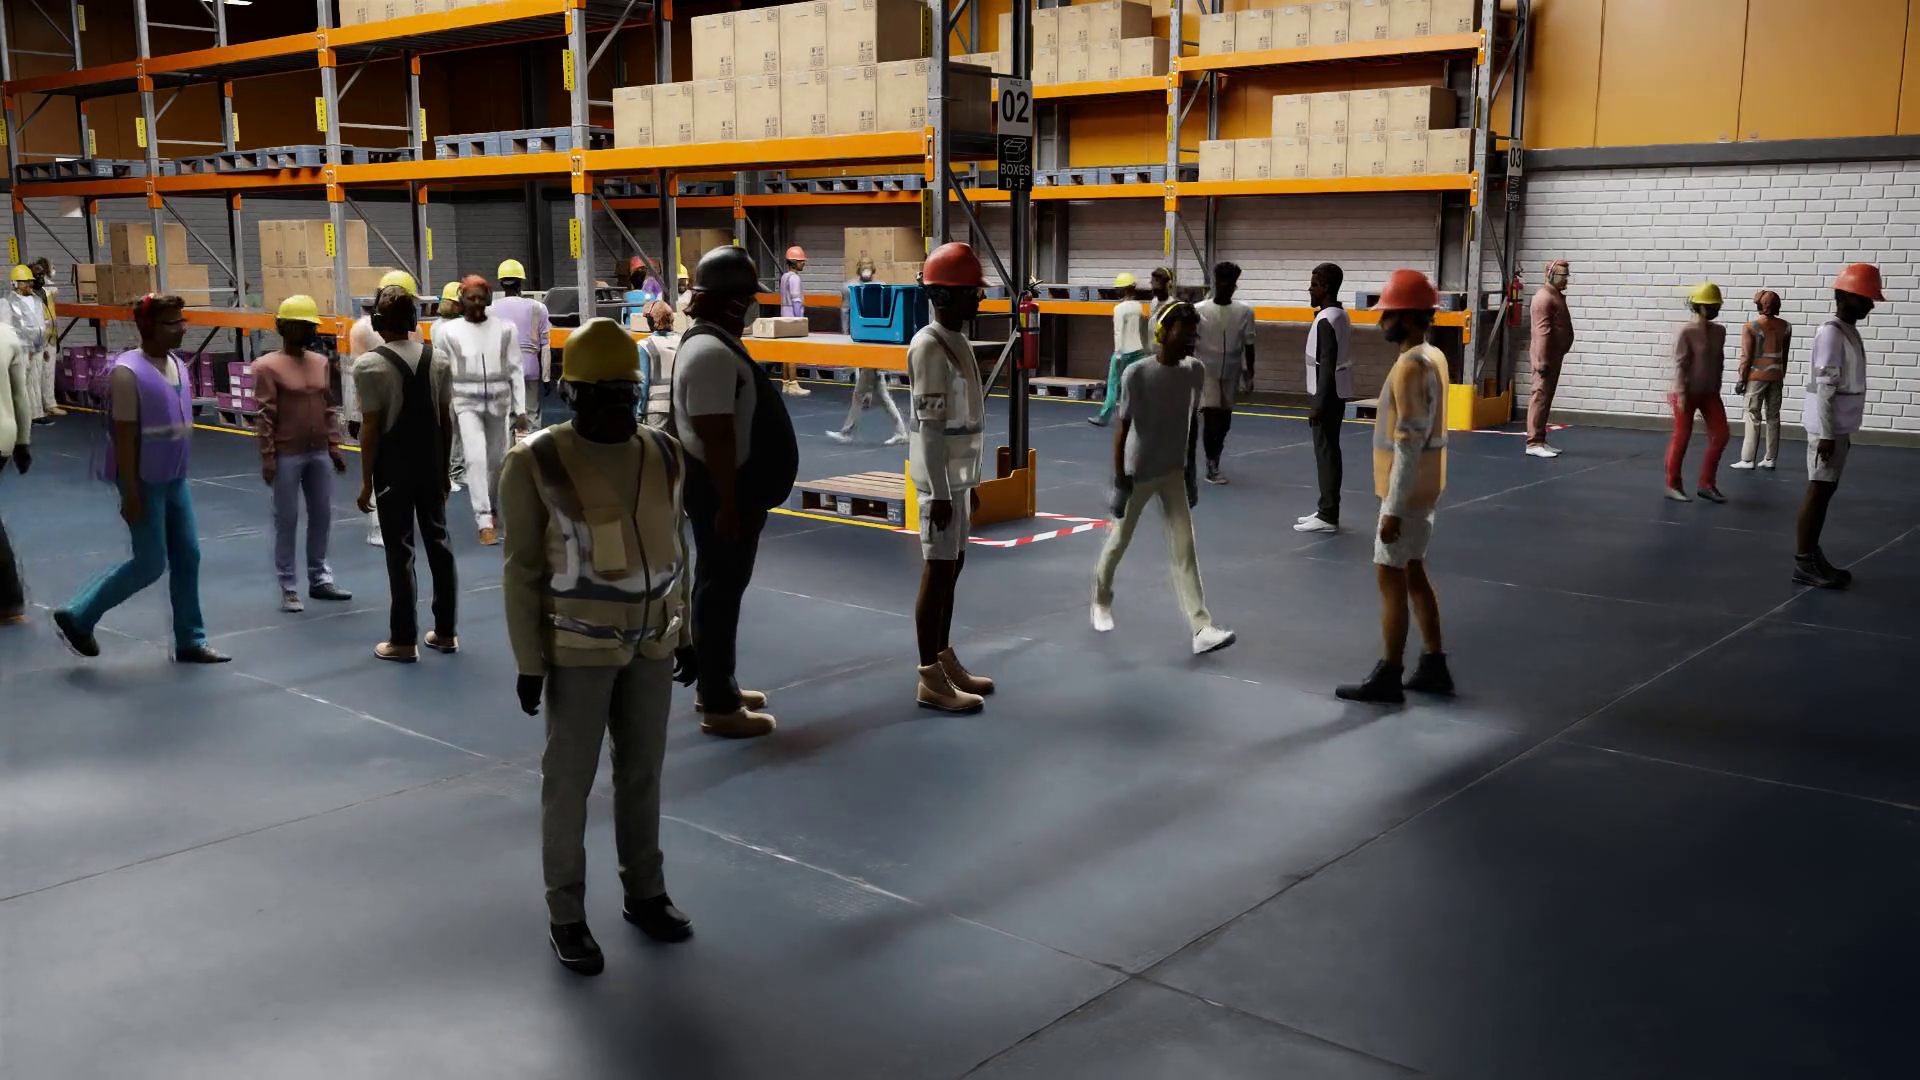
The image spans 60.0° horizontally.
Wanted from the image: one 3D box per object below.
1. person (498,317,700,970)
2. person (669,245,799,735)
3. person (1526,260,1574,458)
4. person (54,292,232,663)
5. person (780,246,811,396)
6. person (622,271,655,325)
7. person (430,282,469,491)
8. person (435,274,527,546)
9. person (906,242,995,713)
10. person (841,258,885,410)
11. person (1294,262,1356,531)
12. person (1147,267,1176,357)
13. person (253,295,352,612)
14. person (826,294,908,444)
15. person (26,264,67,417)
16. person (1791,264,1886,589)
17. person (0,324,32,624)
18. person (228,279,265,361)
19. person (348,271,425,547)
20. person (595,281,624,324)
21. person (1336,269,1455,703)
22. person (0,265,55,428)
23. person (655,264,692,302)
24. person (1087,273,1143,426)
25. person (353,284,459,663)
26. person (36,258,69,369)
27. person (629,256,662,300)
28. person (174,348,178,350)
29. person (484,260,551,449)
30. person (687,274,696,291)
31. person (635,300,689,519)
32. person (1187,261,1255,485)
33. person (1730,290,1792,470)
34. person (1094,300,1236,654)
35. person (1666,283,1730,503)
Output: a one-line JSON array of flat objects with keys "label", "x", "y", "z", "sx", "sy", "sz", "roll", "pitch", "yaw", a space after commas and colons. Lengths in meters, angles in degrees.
[{"label": "person", "x": -0.999, "y": 0.285, "z": 4.748, "sx": 0.600, "sy": 1.830, "sz": 0.404, "roll": -9, "pitch": 14, "yaw": -43}, {"label": "person", "x": -0.948, "y": -0.219, "z": 7.025, "sx": 0.536, "sy": 2.000, "sz": 0.688, "roll": -2, "pitch": 10, "yaw": -10}, {"label": "person", "x": 5.761, "y": -1.763, "z": 16.211, "sx": 0.401, "sy": 1.904, "sz": 0.649, "roll": 5, "pitch": 11, "yaw": 28}, {"label": "person", "x": -3.955, "y": -0.277, "z": 7.991, "sx": 0.675, "sy": 1.826, "sz": 0.578, "roll": 1, "pitch": 10, "yaw": 3}, {"label": "person", "x": -2.275, "y": -3.012, "z": 22.922, "sx": 0.397, "sy": 2.043, "sz": 0.608, "roll": -4, "pitch": 11, "yaw": -21}, {"label": "person", "x": -4.616, "y": -3.020, "z": 23.956, "sx": 0.540, "sy": 1.696, "sz": 0.315, "roll": 1, "pitch": 10, "yaw": 4}, {"label": "person", "x": -4.223, "y": -1.288, "z": 13.969, "sx": 0.318, "sy": 1.740, "sz": 0.488, "roll": 4, "pitch": 11, "yaw": 20}, {"label": "person", "x": -3.350, "y": -0.927, "z": 11.611, "sx": 0.573, "sy": 1.853, "sz": 0.892, "roll": -5, "pitch": 11, "yaw": -26}, {"label": "person", "x": -0.032, "y": -0.273, "z": 7.327, "sx": 0.370, "sy": 2.044, "sz": 0.608, "roll": 2, "pitch": 10, "yaw": 11}, {"label": "person", "x": -1.159, "y": -2.587, "z": 20.934, "sx": 0.655, "sy": 1.888, "sz": 0.985, "roll": -1, "pitch": 10, "yaw": -8}, {"label": "person", "x": 2.627, "y": -1.015, "z": 11.909, "sx": 0.392, "sy": 1.920, "sz": 0.592, "roll": 3, "pitch": 10, "yaw": 18}, {"label": "person", "x": 1.979, "y": -1.702, "z": 16.022, "sx": 0.474, "sy": 1.847, "sz": 0.552, "roll": -4, "pitch": 11, "yaw": -22}, {"label": "person", "x": -3.716, "y": -0.483, "z": 9.360, "sx": 0.329, "sy": 1.754, "sz": 0.556, "roll": 5, "pitch": 11, "yaw": 27}, {"label": "person", "x": -0.956, "y": -1.758, "z": 17.085, "sx": 0.876, "sy": 1.572, "sz": 0.544, "roll": 0, "pitch": 10, "yaw": 0}, {"label": "person", "x": -11.046, "y": -2.382, "z": 19.954, "sx": 0.430, "sy": 1.836, "sz": 0.629, "roll": 2, "pitch": 10, "yaw": 10}, {"label": "person", "x": 5.266, "y": -0.677, "z": 9.961, "sx": 0.384, "sy": 1.926, "sz": 0.549, "roll": 8, "pitch": 12, "yaw": 37}, {"label": "person", "x": -5.405, "y": -0.521, "z": 8.962, "sx": 0.806, "sy": 1.957, "sz": 0.624, "roll": 2, "pitch": 10, "yaw": 13}, {"label": "person", "x": -10.369, "y": -3.020, "z": 24.220, "sx": 0.585, "sy": 1.603, "sz": 0.422, "roll": 1, "pitch": 10, "yaw": 6}, {"label": "person", "x": -3.937, "y": -0.912, "z": 11.482, "sx": 0.663, "sy": 1.875, "sz": 0.632, "roll": 6, "pitch": 12, "yaw": 33}, {"label": "person", "x": -4.163, "y": -2.201, "z": 19.453, "sx": 0.514, "sy": 1.642, "sz": 0.310, "roll": -6, "pitch": 12, "yaw": -31}, {"label": "person", "x": 1.971, "y": -0.226, "z": 7.400, "sx": 0.386, "sy": 1.945, "sz": 0.545, "roll": 5, "pitch": 11, "yaw": 26}, {"label": "person", "x": -10.533, "y": -2.181, "z": 18.786, "sx": 0.404, "sy": 1.835, "sz": 0.590, "roll": 3, "pitch": 10, "yaw": 15}, {"label": "person", "x": -3.358, "y": -2.389, "z": 19.974, "sx": 0.600, "sy": 1.832, "sz": 0.404, "roll": -8, "pitch": 13, "yaw": -38}, {"label": "person", "x": 1.834, "y": -2.133, "z": 18.797, "sx": 0.603, "sy": 1.749, "sz": 0.535, "roll": 9, "pitch": 14, "yaw": 43}, {"label": "person", "x": -2.718, "y": -0.320, "z": 8.159, "sx": 0.350, "sy": 1.847, "sz": 0.506, "roll": 9, "pitch": 13, "yaw": 41}, {"label": "person", "x": -12.922, "y": -3.041, "z": 23.546, "sx": 0.631, "sy": 1.891, "sz": 1.025, "roll": 5, "pitch": 11, "yaw": 26}, {"label": "person", "x": -4.605, "y": -3.242, "z": 24.626, "sx": 0.566, "sy": 1.902, "sz": 0.574, "roll": 8, "pitch": 13, "yaw": 40}, {"label": "person", "x": -11.475, "y": -3.078, "z": 23.848, "sx": 1.011, "sy": 1.863, "sz": 0.655, "roll": -4, "pitch": 11, "yaw": -20}, {"label": "person", "x": -3.765, "y": -1.401, "z": 14.093, "sx": 0.591, "sy": 1.921, "sz": 0.382, "roll": -4, "pitch": 11, "yaw": -23}, {"label": "person", "x": -4.105, "y": -3.315, "z": 25.846, "sx": 0.282, "sy": 1.626, "sz": 0.491, "roll": 6, "pitch": 12, "yaw": 31}, {"label": "person", "x": -2.200, "y": -0.943, "z": 12.294, "sx": 0.306, "sy": 1.639, "sz": 0.524, "roll": 7, "pitch": 12, "yaw": 35}, {"label": "person", "x": 2.241, "y": -1.481, "z": 14.584, "sx": 0.656, "sy": 1.923, "sz": 0.917, "roll": -1, "pitch": 10, "yaw": -6}, {"label": "person", "x": 7.331, "y": -1.452, "z": 15.193, "sx": 0.512, "sy": 1.641, "sz": 0.307, "roll": -3, "pitch": 10, "yaw": -16}, {"label": "person", "x": 1.006, "y": -0.332, "z": 8.467, "sx": 0.537, "sy": 1.763, "sz": 1.133, "roll": -4, "pitch": 11, "yaw": -23}, {"label": "person", "x": 5.886, "y": -1.147, "z": 13.144, "sx": 0.543, "sy": 1.745, "sz": 0.599, "roll": -4, "pitch": 11, "yaw": -21}]
